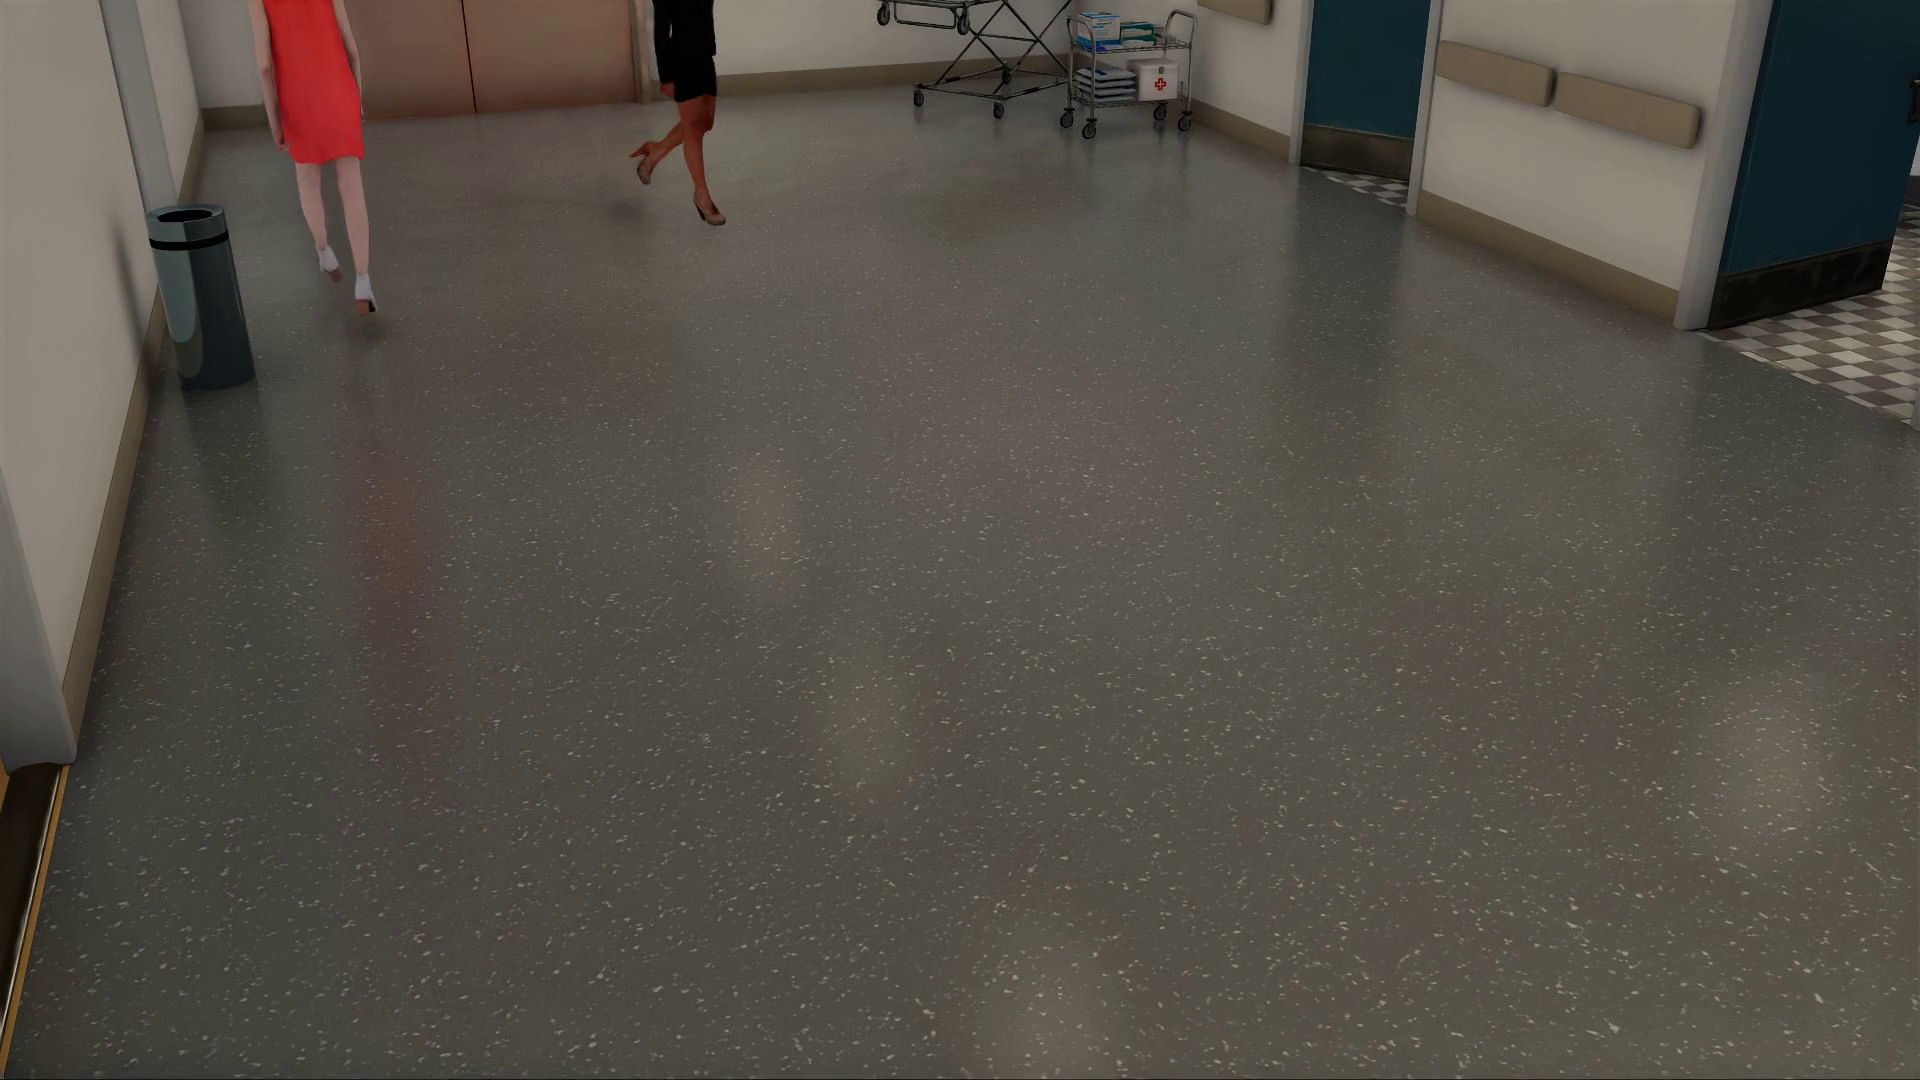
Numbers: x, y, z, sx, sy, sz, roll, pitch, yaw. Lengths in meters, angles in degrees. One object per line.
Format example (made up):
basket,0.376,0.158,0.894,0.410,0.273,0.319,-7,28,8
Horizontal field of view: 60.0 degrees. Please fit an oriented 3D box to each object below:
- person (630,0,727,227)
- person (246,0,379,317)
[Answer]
person,-1.535,-2.524,9.015,0.937,1.623,0.878,12,28,23
person,-2.854,-1.859,7.473,0.675,1.765,1.189,-11,28,-22
